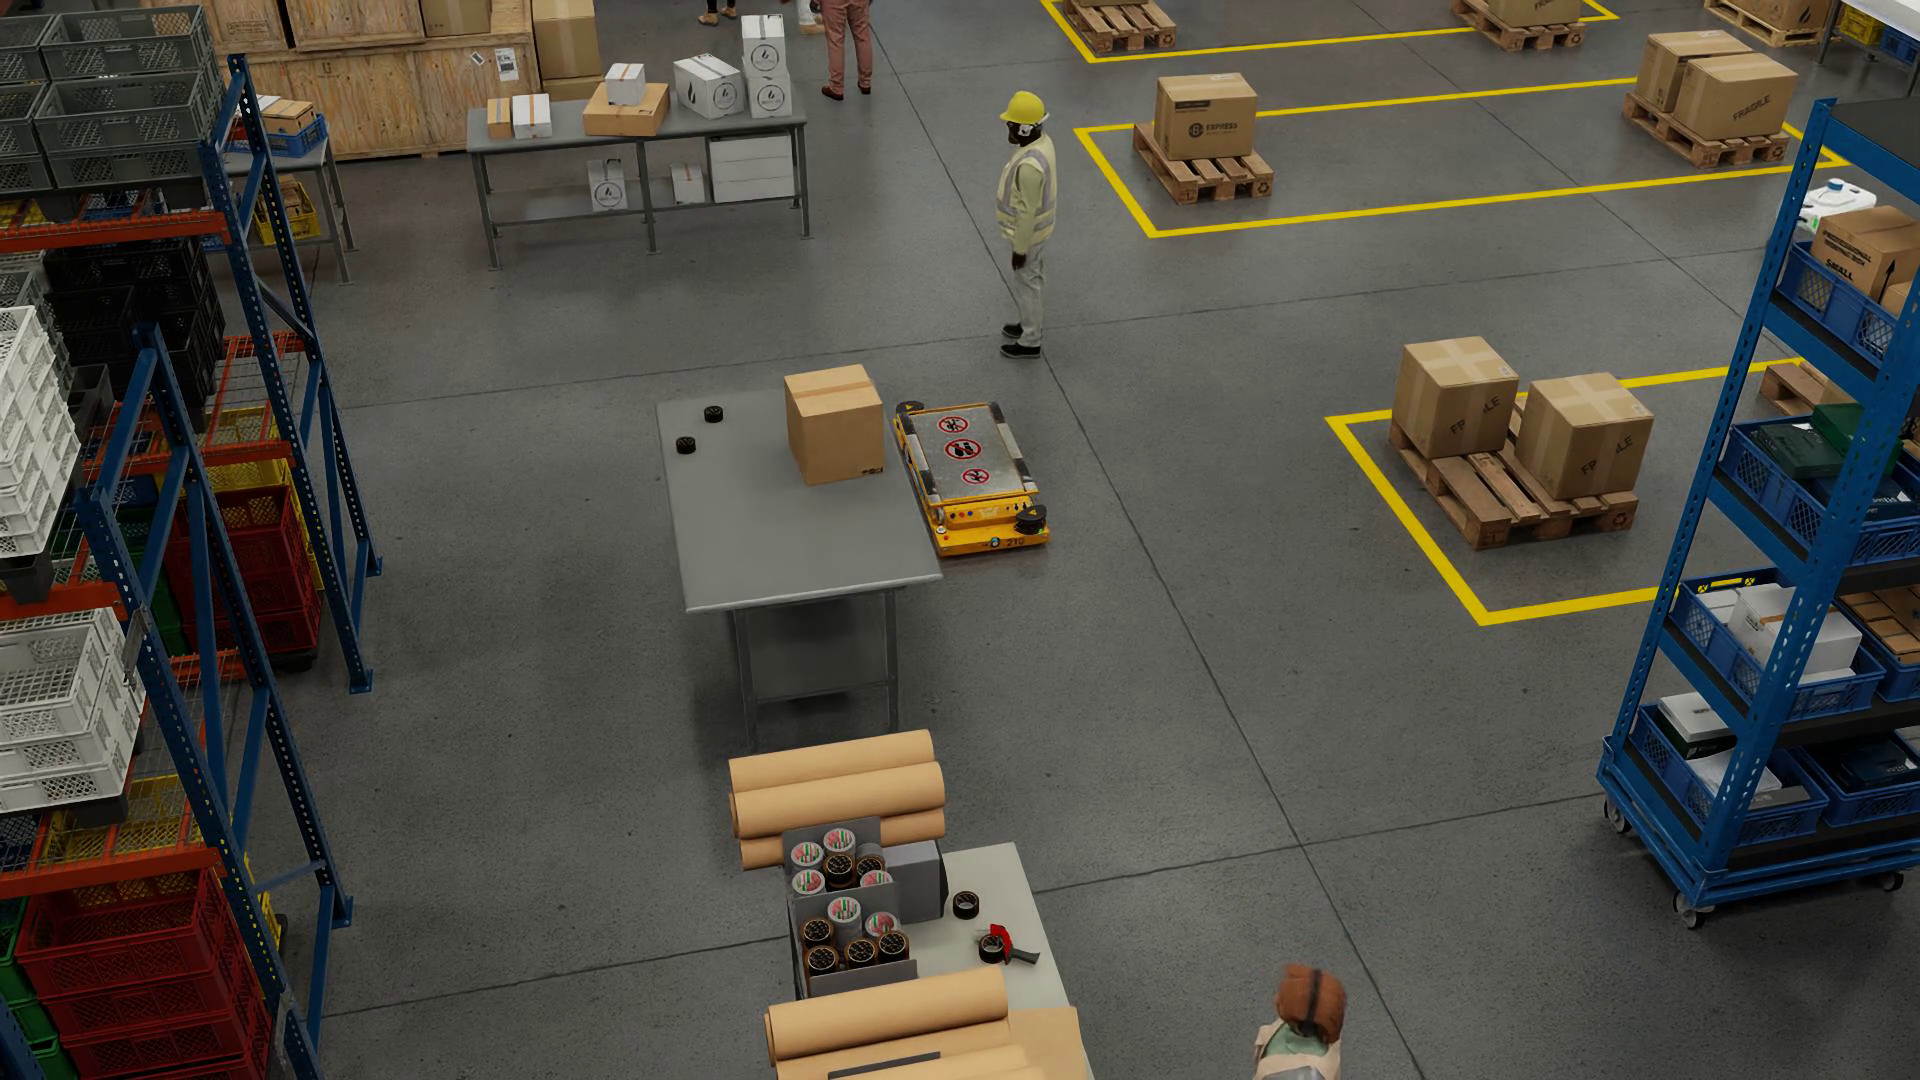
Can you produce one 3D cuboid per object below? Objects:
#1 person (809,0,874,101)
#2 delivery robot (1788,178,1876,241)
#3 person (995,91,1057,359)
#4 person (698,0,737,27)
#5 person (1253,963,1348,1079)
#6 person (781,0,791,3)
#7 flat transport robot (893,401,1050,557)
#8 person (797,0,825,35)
[{"bbox_3d":[-1.042,-4.865,14.708,0.639,1.909,0.407,-17,40,-21],"label":"person"},{"bbox_3d":[6.551,-2.488,12.563,0.707,0.478,0.477,-18,40,-23],"label":"delivery robot"},{"bbox_3d":[0.434,-2.086,11.039,0.404,1.829,0.604,5,37,7],"label":"person"},{"bbox_3d":[-2.452,-5.921,16.301,0.319,1.695,0.538,31,46,34],"label":"person"},{"bbox_3d":[1.116,2.015,5.681,0.307,1.643,0.514,10,38,13],"label":"person"},{"bbox_3d":[-1.651,-6.342,16.742,0.536,1.850,0.350,16,40,21],"label":"person"},{"bbox_3d":[0.046,-0.430,10.108,0.652,0.197,1.431,-8,37,-10],"label":"flat transport robot"},{"bbox_3d":[-1.486,-5.853,16.098,0.429,1.839,0.636,-4,37,-5],"label":"person"}]
